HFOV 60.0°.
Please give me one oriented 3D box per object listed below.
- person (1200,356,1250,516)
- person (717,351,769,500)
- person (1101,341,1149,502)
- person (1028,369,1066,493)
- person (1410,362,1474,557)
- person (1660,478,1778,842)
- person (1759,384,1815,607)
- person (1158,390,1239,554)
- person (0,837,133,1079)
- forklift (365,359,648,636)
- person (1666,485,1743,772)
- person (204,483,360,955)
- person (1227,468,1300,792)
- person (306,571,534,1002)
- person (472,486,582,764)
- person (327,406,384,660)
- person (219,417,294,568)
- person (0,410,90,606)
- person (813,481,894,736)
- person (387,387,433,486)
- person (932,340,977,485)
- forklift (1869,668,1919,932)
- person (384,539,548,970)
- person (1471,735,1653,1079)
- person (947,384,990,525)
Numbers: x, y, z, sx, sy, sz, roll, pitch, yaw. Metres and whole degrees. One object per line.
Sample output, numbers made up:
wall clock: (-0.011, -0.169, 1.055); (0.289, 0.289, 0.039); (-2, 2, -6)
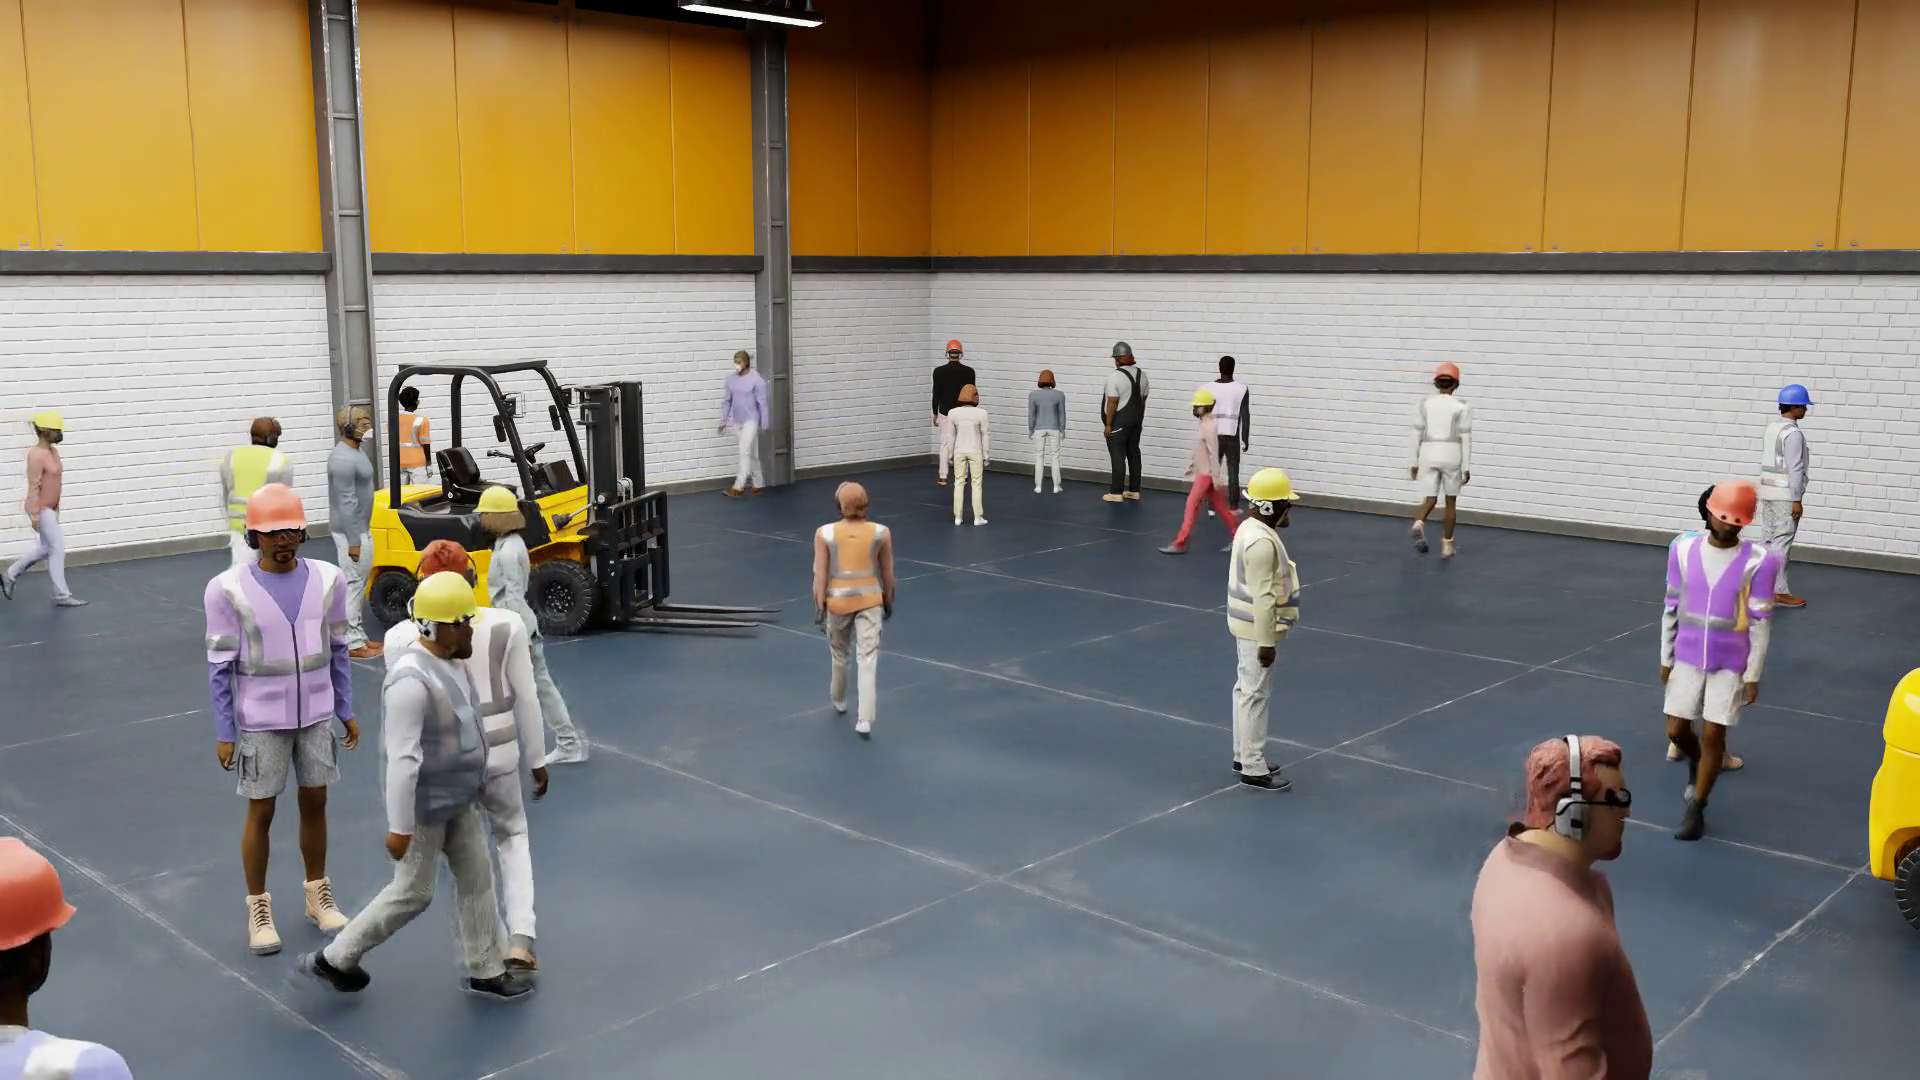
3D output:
person: (3.165, -1.241, 19.899); (0.597, 1.916, 0.371); (3, 10, 18)
person: (-2.829, -1.471, 21.353); (0.644, 1.894, 0.950); (7, 12, 38)
person: (2.049, -1.515, 21.199); (0.688, 2.000, 0.536); (-8, 12, -41)
person: (1.149, -1.431, 21.930); (0.498, 1.633, 0.278); (1, 9, 6)
person: (4.853, -0.794, 16.895); (0.607, 2.022, 0.759); (6, 11, 35)
person: (3.919, 0.608, 8.616); (0.548, 1.905, 0.568); (8, 12, 41)
person: (7.235, -0.393, 14.607); (0.386, 1.948, 0.605); (1, 9, 3)
person: (2.554, -0.699, 17.200); (0.925, 1.720, 0.526); (0, 9, 2)
person: (-1.782, 1.499, 3.201); (0.544, 1.890, 0.996); (2, 10, 14)
forklift: (-3.850, -0.407, 13.936); (2.313, 2.155, 1.214); (2, 9, 11)
person: (4.424, 0.514, 9.827); (0.320, 1.692, 0.531); (-6, 11, -31)
person: (-2.915, 0.763, 7.227); (0.614, 2.041, 0.393); (-8, 13, -42)
person: (1.727, 0.499, 9.485); (0.404, 1.834, 0.592); (1, 9, 4)
person: (-2.170, 0.994, 6.591); (0.797, 1.794, 0.630); (1, 9, 5)
person: (-2.673, 0.528, 9.736); (0.916, 1.692, 0.505); (-2, 9, -11)
person: (-4.572, -0.049, 12.569); (0.368, 1.934, 0.630); (-2, 9, -12)
person: (-5.594, -0.099, 13.326); (0.646, 1.769, 1.021); (0, 9, 1)
person: (-8.067, -0.269, 14.508); (0.711, 1.735, 0.558); (-2, 9, -10)
person: (-0.683, 0.417, 10.701); (0.537, 1.588, 0.881); (-2, 9, -10)
person: (-5.924, -0.809, 17.952); (0.531, 1.691, 0.321); (3, 10, 18)
person: (-0.084, -1.745, 22.786); (0.617, 1.986, 0.399); (-2, 9, -9)
forklift: (5.205, 0.723, 7.013); (2.313, 2.155, 1.214); (9, 13, 43)
person: (-2.014, 0.923, 6.828); (0.617, 1.861, 0.445); (-3, 10, -17)
person: (1.342, 1.377, 3.958); (0.794, 1.886, 0.649); (2, 10, 14)
person: (0.102, -0.979, 19.158); (0.507, 1.633, 0.277); (2, 10, 15)
